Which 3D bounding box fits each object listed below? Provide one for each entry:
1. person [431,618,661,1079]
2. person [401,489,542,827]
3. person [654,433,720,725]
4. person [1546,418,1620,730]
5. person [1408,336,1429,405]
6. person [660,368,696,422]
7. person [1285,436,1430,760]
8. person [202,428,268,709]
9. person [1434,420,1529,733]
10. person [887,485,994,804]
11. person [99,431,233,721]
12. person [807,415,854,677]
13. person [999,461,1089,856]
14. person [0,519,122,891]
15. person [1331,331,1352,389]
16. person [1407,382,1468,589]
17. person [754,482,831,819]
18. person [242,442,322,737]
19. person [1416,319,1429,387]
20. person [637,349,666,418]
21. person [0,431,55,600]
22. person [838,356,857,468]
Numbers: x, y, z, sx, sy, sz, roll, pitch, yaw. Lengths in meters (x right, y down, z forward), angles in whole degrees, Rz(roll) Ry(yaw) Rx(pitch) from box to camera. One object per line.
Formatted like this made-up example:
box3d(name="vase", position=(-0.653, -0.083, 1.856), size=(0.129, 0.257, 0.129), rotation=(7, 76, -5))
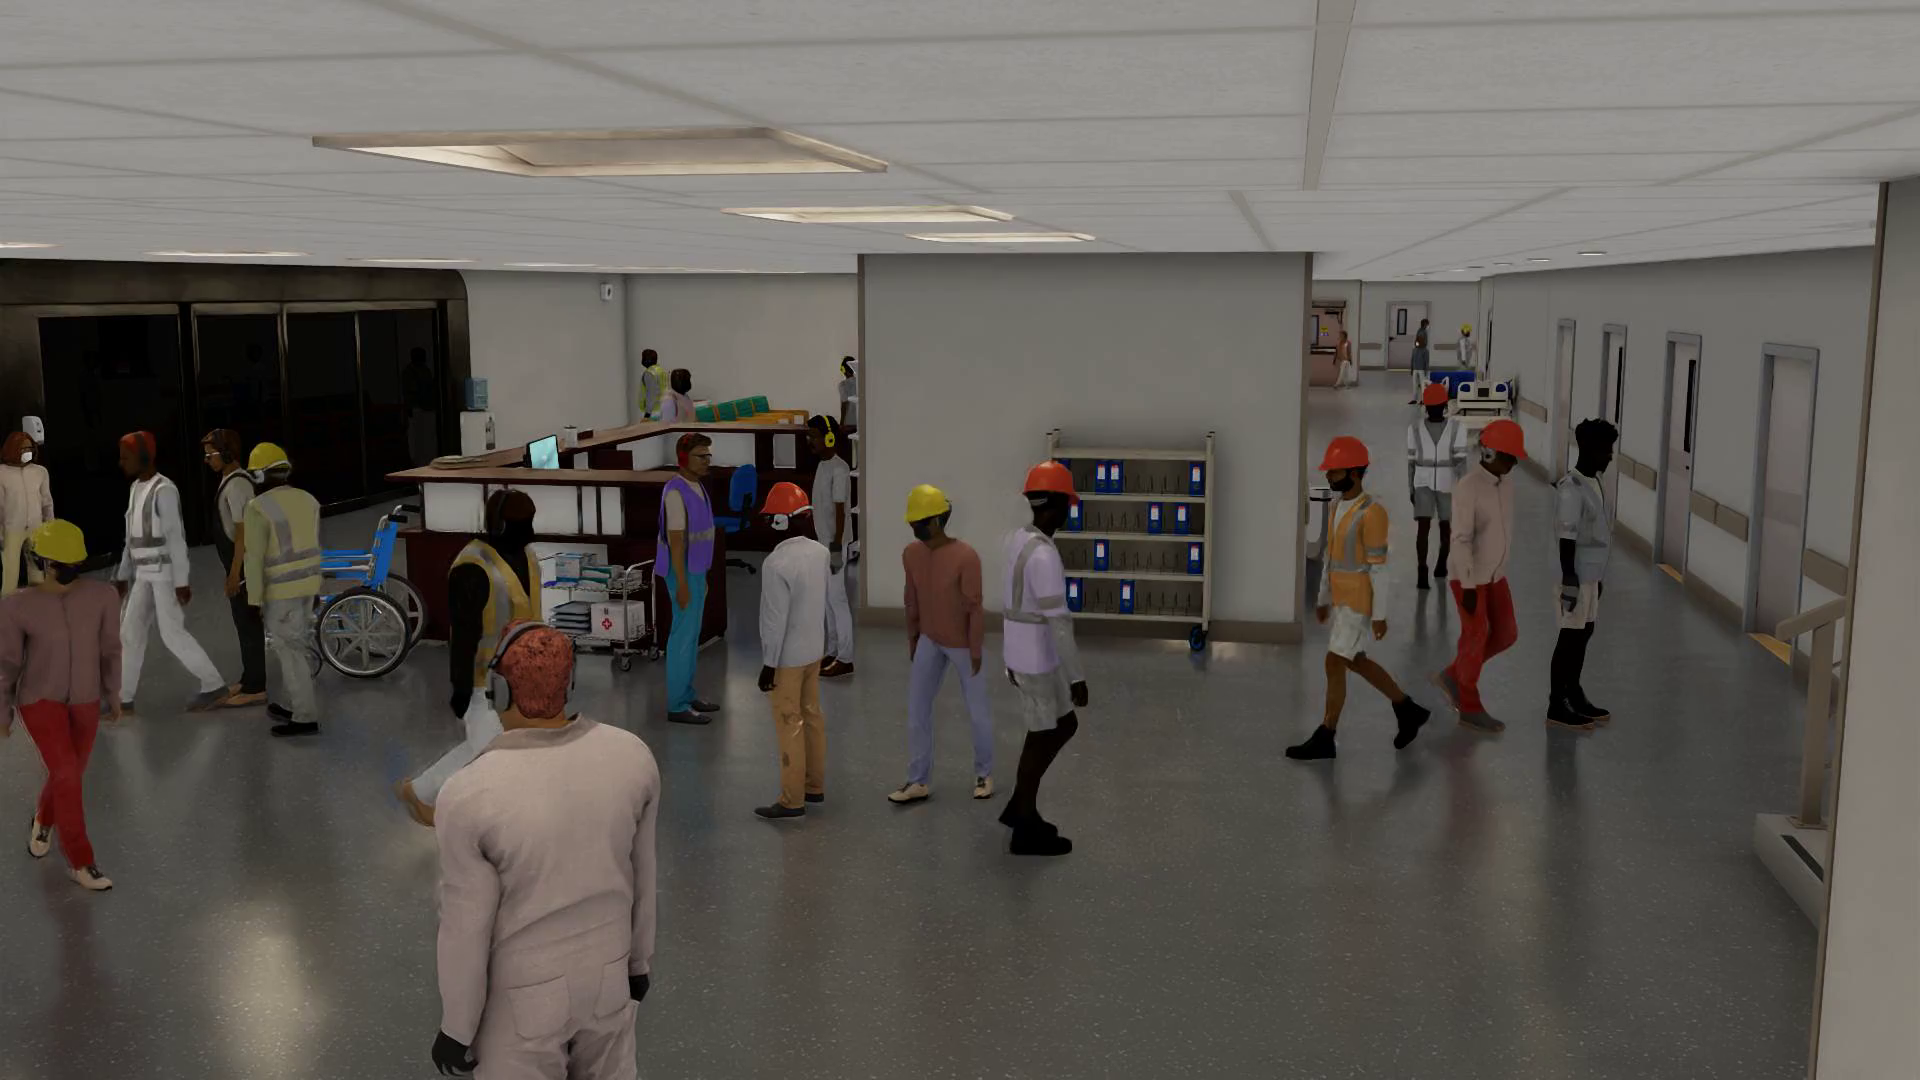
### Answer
box3d(name="person", position=(-1.080, 1.146, 4.315), size=(0.406, 1.911, 0.636), rotation=(8, 12, 42))
box3d(name="person", position=(-2.357, 0.632, 8.116), size=(0.697, 1.807, 0.637), rotation=(2, 9, 16))
box3d(name="person", position=(-1.742, 0.236, 10.576), size=(0.375, 1.841, 0.567), rotation=(1, 9, 4))
box3d(name="person", position=(3.886, 0.209, 10.406), size=(0.389, 1.951, 0.615), rotation=(6, 10, 34))
box3d(name="person", position=(10.921, -4.027, 39.547), size=(0.286, 1.633, 0.501), rotation=(-6, 10, -34))
box3d(name="person", position=(-3.262, -1.098, 19.477), size=(0.476, 1.826, 0.656), rotation=(2, 9, 11))
box3d(name="person", position=(2.373, 0.337, 9.723), size=(0.880, 1.908, 0.552), rotation=(-1, 9, -10))
box3d(name="person", position=(-4.752, 0.181, 10.935), size=(0.344, 1.841, 0.506), rotation=(-3, 9, -20))
box3d(name="person", position=(3.214, 0.226, 10.253), size=(0.649, 1.955, 0.571), rotation=(-8, 12, -42))
box3d(name="person", position=(-0.080, 0.556, 8.852), size=(0.526, 1.716, 0.622), rotation=(6, 10, 33))
box3d(name="person", position=(-5.193, 0.230, 10.620), size=(0.843, 1.848, 0.628), rotation=(-8, 12, -42))
box3d(name="person", position=(-0.929, 0.039, 11.829), size=(0.327, 1.862, 0.510), rotation=(-3, 9, -20))
box3d(name="person", position=(0.423, 0.576, 8.040), size=(0.435, 1.914, 0.558), rotation=(0, 9, -1))
box3d(name="person", position=(-4.239, 0.723, 7.768), size=(0.865, 1.712, 0.526), rotation=(7, 11, 38))
box3d(name="person", position=(10.437, -4.909, 45.526), size=(0.856, 1.594, 0.542), rotation=(-5, 10, -31))
box3d(name="person", position=(4.437, -0.530, 15.507), size=(0.547, 1.901, 0.928), rotation=(3, 9, 17))
box3d(name="person", position=(-0.886, 0.569, 8.651), size=(0.329, 1.751, 0.572), rotation=(4, 9, 22))
box3d(name="person", position=(-4.205, 0.304, 10.282), size=(0.592, 1.802, 0.602), rotation=(2, 9, 14))
box3d(name="person", position=(12.959, -5.242, 46.657), size=(0.382, 1.928, 0.635), rotation=(2, 9, 16))
box3d(name="person", position=(-4.682, -1.977, 25.264), size=(0.430, 1.845, 0.624), rotation=(1, 9, 5))
box3d(name="person", position=(-7.449, -0.055, 13.237), size=(0.285, 1.627, 0.504), rotation=(5, 10, 29))
box3d(name="person", position=(-1.455, -1.507, 22.080), size=(0.335, 1.864, 0.521), rotation=(6, 11, 37))
